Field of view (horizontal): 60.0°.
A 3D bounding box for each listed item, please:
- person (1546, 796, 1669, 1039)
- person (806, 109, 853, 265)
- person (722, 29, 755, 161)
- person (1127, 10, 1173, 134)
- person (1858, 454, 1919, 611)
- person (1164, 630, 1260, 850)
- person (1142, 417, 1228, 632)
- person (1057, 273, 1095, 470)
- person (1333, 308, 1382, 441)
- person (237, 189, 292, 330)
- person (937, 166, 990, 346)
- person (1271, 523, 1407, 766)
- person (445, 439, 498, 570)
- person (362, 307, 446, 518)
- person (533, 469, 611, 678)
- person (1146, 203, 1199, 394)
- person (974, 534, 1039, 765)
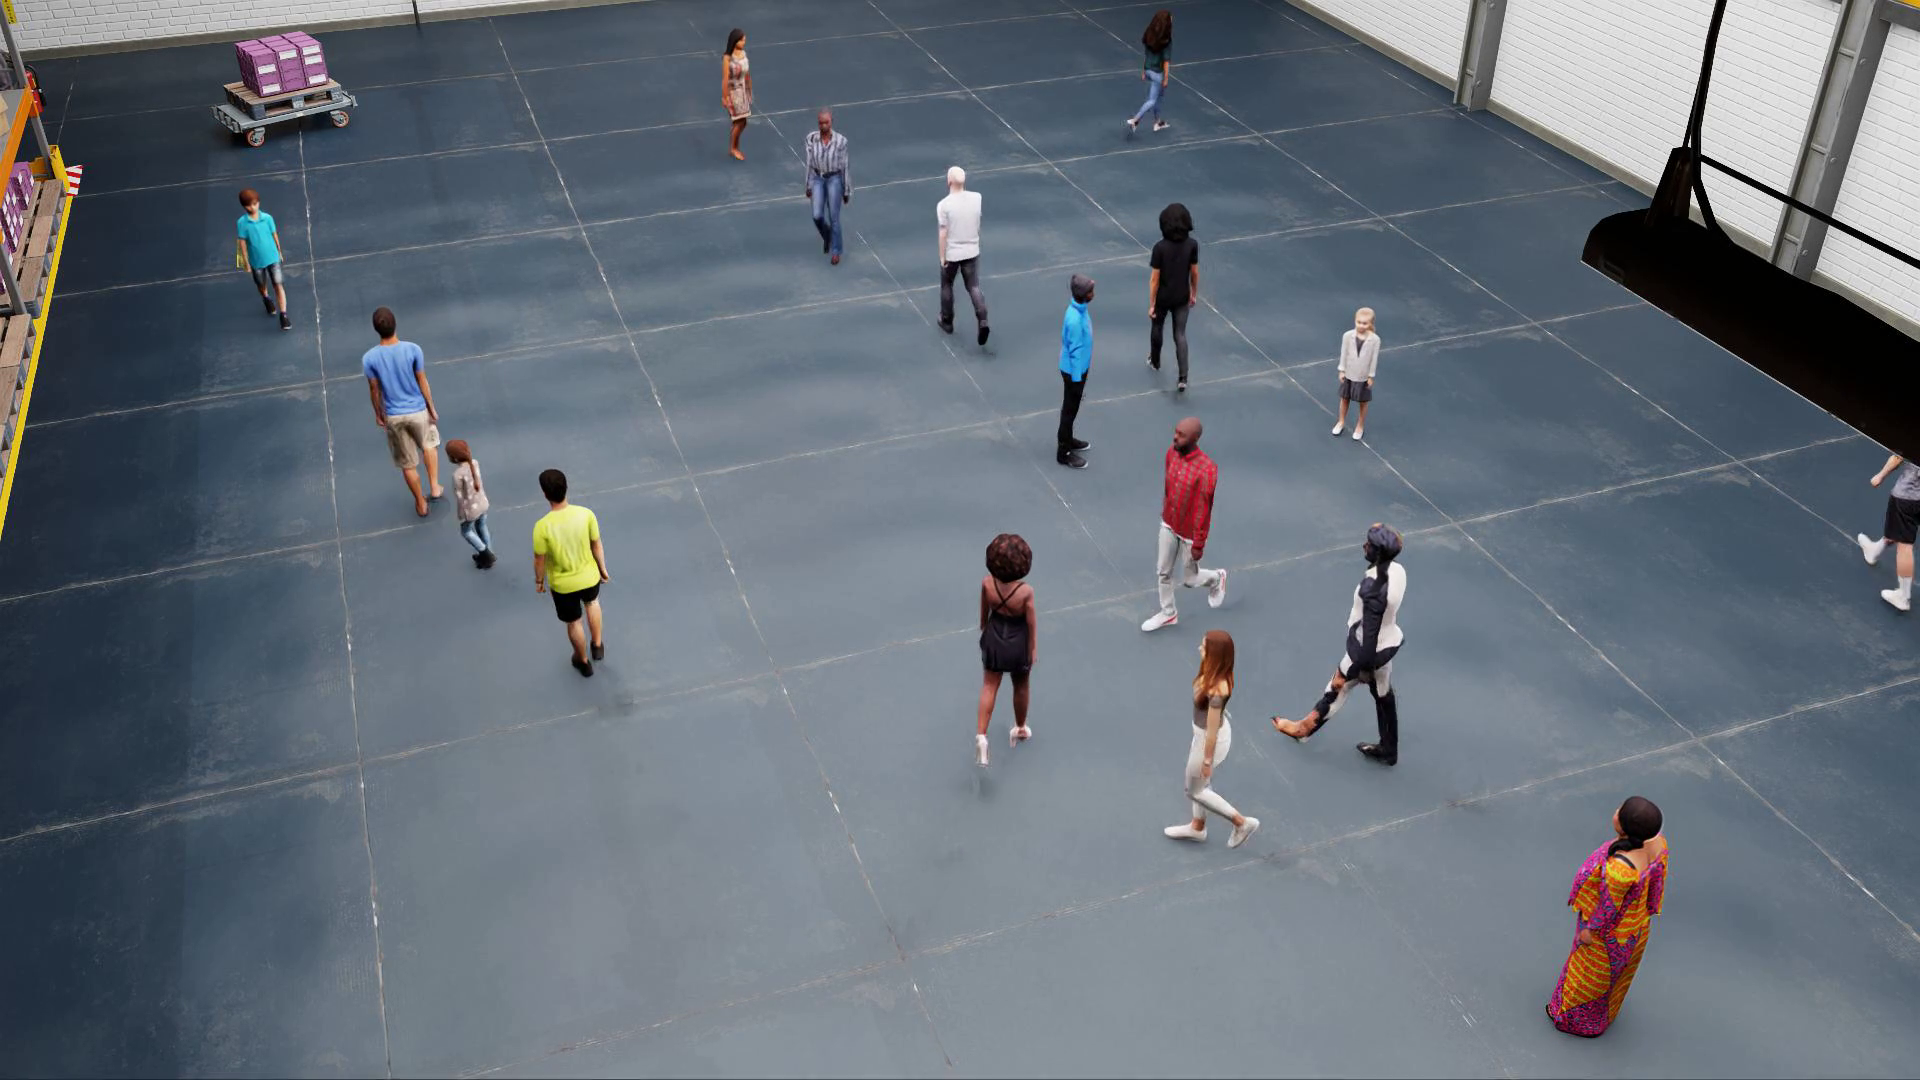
[{"bbox_3d":[3.639,2.071,9.329,0.785,1.683,0.756,29,43,36],"label":"person"},{"bbox_3d":[-1.436,-3.894,18.224,0.806,1.771,0.824,3,34,4],"label":"person"},{"bbox_3d":[-2.885,-5.626,20.962,0.859,1.624,0.806,21,39,28],"label":"person"},{"bbox_3d":[2.492,-6.051,21.631,0.817,1.591,0.991,-22,39,-29],"label":"person"},{"bbox_3d":[7.405,-0.301,12.759,0.874,1.836,1.211,-3,34,-4],"label":"person"},{"bbox_3d":[1.656,1.287,10.485,0.897,1.709,0.885,7,34,11],"label":"person"},{"bbox_3d":[1.751,-0.128,12.531,0.911,1.800,1.009,-24,40,-31],"label":"person"},{"bbox_3d":[0.995,-1.508,14.612,0.750,1.797,0.620,4,34,6],"label":"person"},{"bbox_3d":[3.621,-1.529,15.114,0.598,1.275,0.658,15,36,21],"label":"person"},{"bbox_3d":[-7.167,-2.921,17.074,0.600,1.424,0.963,-16,37,-22],"label":"person"},{"bbox_3d":[0.040,-2.814,16.562,0.698,1.812,1.089,-15,36,-21],"label":"person"},{"bbox_3d":[2.837,0.766,11.139,1.229,1.854,1.109,19,38,26],"label":"person"},{"bbox_3d":[-3.864,-0.268,13.298,0.664,1.185,0.601,14,36,20],"label":"person"},{"bbox_3d":[-4.593,-1.013,13.821,0.653,1.848,0.689,-11,35,-16],"label":"person"},{"bbox_3d":[-2.767,0.279,12.008,0.696,1.702,0.657,-16,37,-23],"label":"person"},{"bbox_3d":[2.031,-2.262,15.741,0.793,1.803,1.183,-5,34,-8],"label":"person"},{"bbox_3d":[0.298,0.757,11.215,0.842,1.784,0.931,11,35,16],"label":"person"}]
